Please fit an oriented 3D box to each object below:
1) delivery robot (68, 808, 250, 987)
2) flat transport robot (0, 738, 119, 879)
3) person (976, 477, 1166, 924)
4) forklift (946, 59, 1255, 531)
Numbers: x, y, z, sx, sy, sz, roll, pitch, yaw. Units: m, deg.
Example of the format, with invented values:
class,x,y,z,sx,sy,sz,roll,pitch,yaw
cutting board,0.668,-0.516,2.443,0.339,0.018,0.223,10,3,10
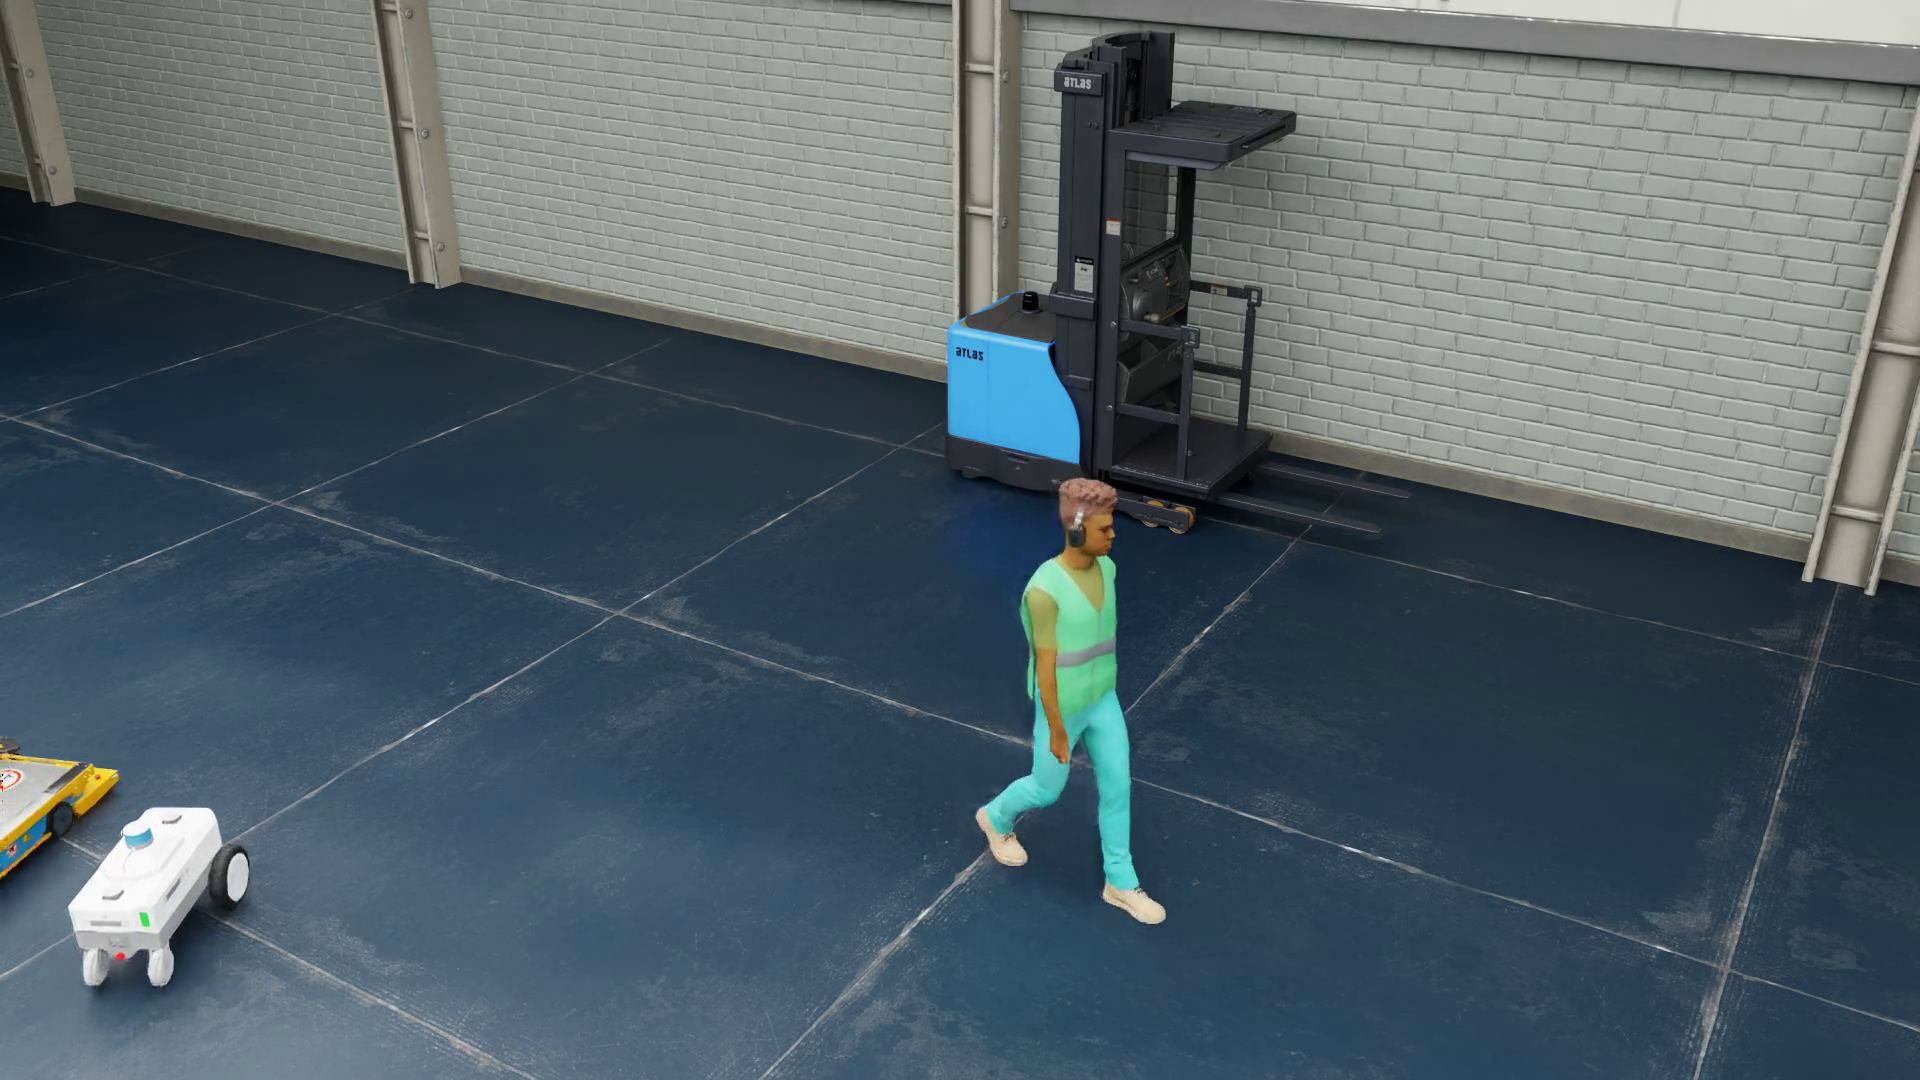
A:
class,x,y,z,sx,sy,sz,roll,pitch,yaw
delivery robot,-3.347,1.421,6.888,0.499,0.568,0.747,1,25,1
flat transport robot,-4.485,1.361,7.379,0.659,0.231,1.431,5,26,9
person,0.455,0.645,6.945,0.485,1.939,0.913,-20,32,-36
forklift,0.933,-1.707,10.833,1.873,2.768,1.129,15,29,28
